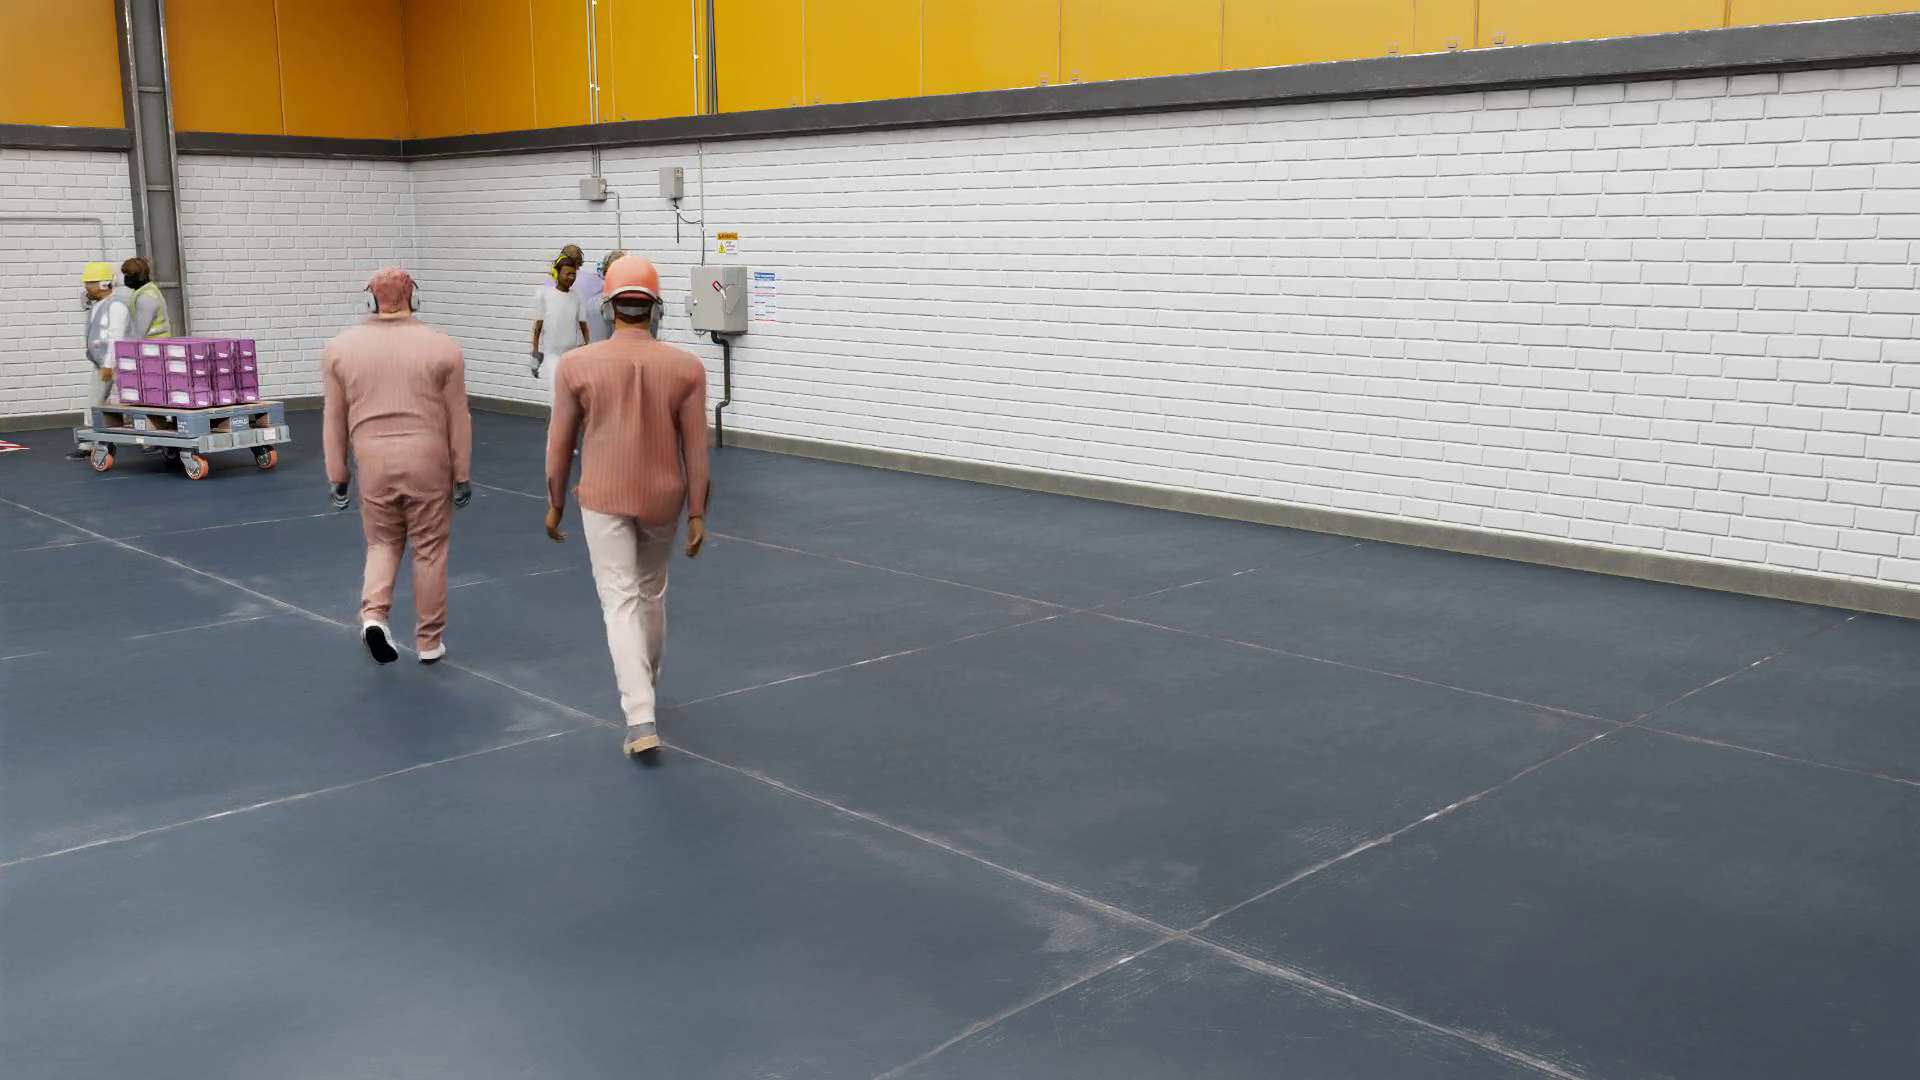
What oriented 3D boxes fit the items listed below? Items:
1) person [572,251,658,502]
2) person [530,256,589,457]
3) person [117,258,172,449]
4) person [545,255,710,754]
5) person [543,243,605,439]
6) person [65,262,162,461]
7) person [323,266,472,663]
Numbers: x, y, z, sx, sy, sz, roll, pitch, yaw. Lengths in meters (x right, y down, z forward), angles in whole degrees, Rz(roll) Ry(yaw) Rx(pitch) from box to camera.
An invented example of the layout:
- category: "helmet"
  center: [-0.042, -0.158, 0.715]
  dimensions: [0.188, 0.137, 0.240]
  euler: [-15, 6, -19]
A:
- category: "person"
  center: [-2.552, -1.171, 12.304]
  dimensions: [0.932, 1.897, 0.672]
  euler: [9, 14, 42]
- category: "person"
  center: [-3.568, -1.641, 15.068]
  dimensions: [0.536, 1.827, 0.890]
  euler: [-9, 13, -39]
- category: "person"
  center: [-7.757, -1.735, 15.671]
  dimensions: [0.643, 1.809, 0.646]
  euler: [-6, 12, -30]
- category: "person"
  center: [-1.315, -0.153, 6.660]
  dimensions: [0.618, 1.953, 1.014]
  euler: [-5, 11, -23]
- category: "person"
  center: [-3.833, -1.976, 16.596]
  dimensions: [0.629, 1.940, 0.379]
  euler: [-6, 12, -31]
- category: "person"
  center: [-7.691, -1.632, 15.149]
  dimensions: [0.596, 1.791, 0.902]
  euler: [8, 13, 37]
- category: "person"
  center: [-2.612, -0.326, 7.750]
  dimensions: [0.659, 1.886, 0.527]
  euler: [-1, 10, -6]
